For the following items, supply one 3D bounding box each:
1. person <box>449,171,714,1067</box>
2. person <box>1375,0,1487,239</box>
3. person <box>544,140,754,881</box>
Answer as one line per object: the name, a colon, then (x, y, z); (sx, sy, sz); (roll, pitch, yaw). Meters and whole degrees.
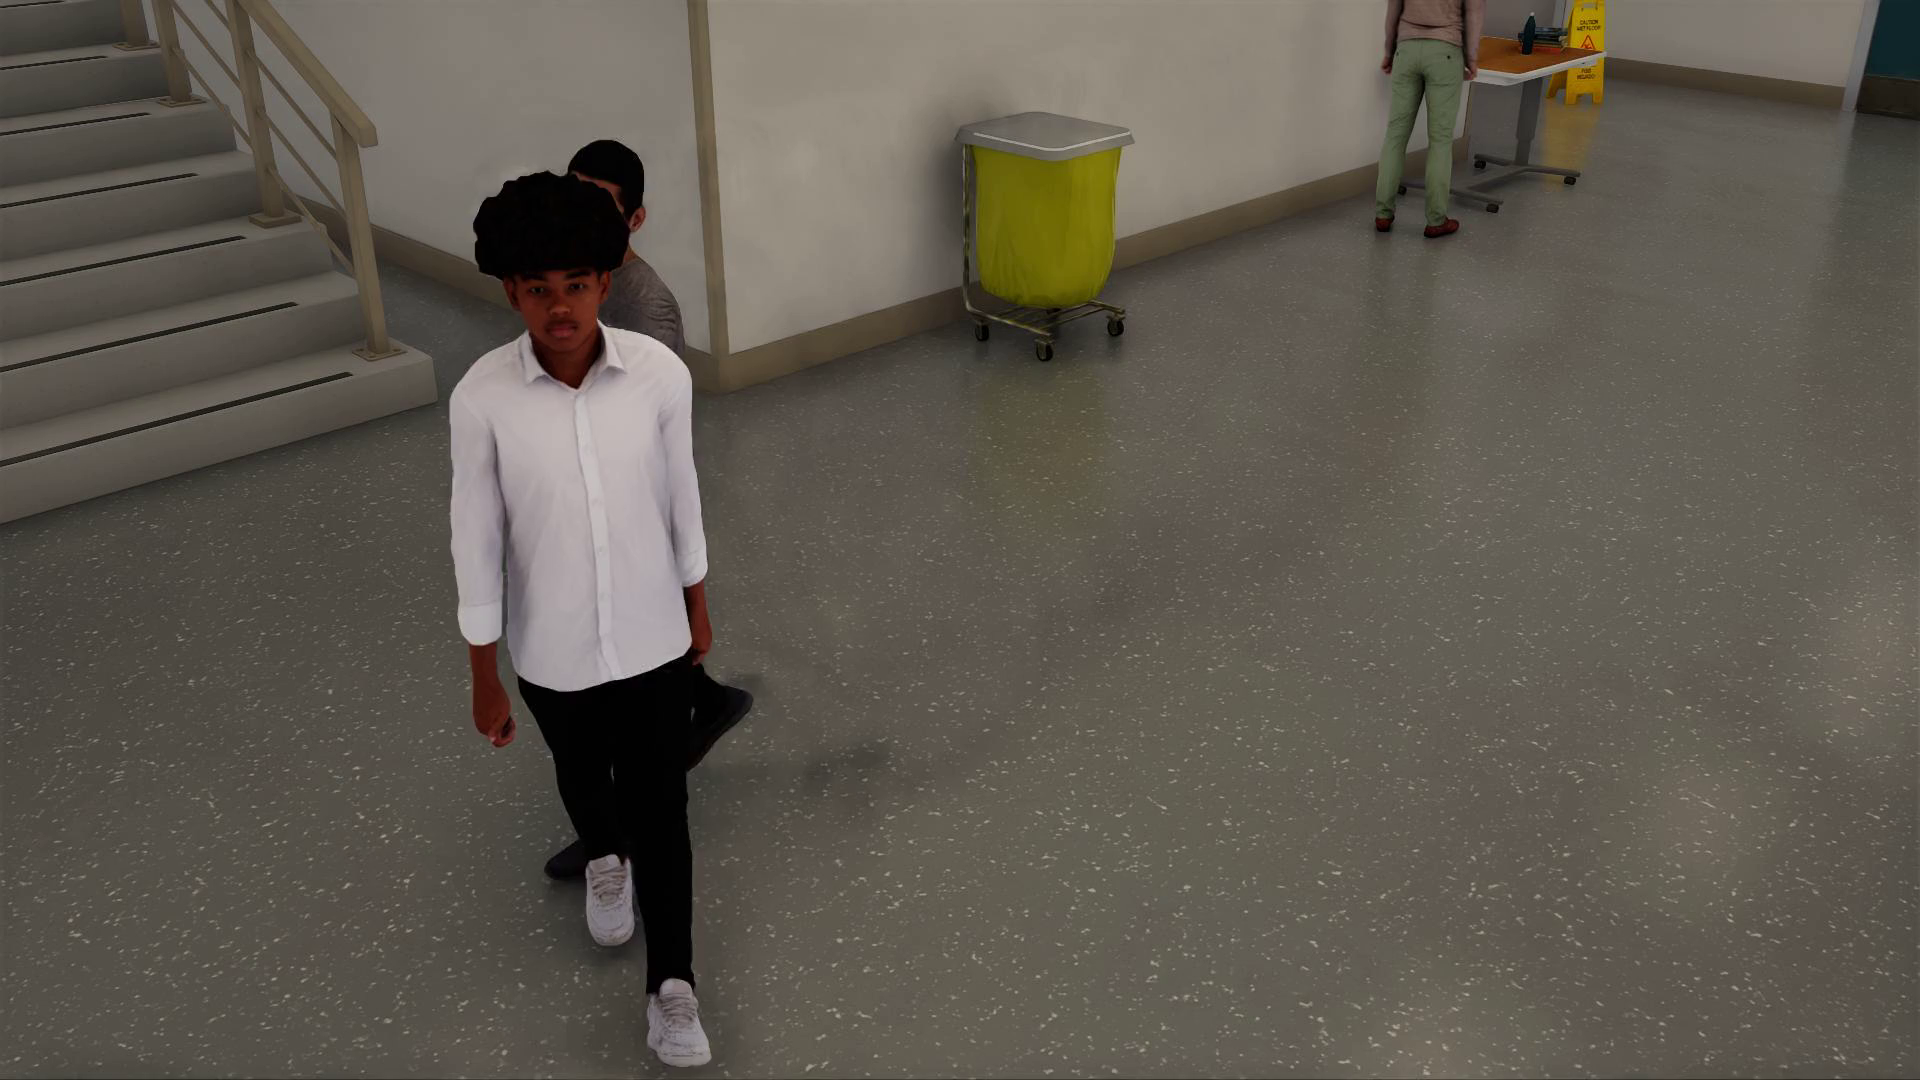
person: (-0.759, 0.134, 3.429); (0.993, 1.764, 1.187); (-7, 27, -14)
person: (2.518, -2.584, 8.939); (0.629, 1.874, 0.801); (14, 29, 27)
person: (-0.707, -0.054, 3.856); (0.801, 1.732, 0.867); (-14, 29, -27)
